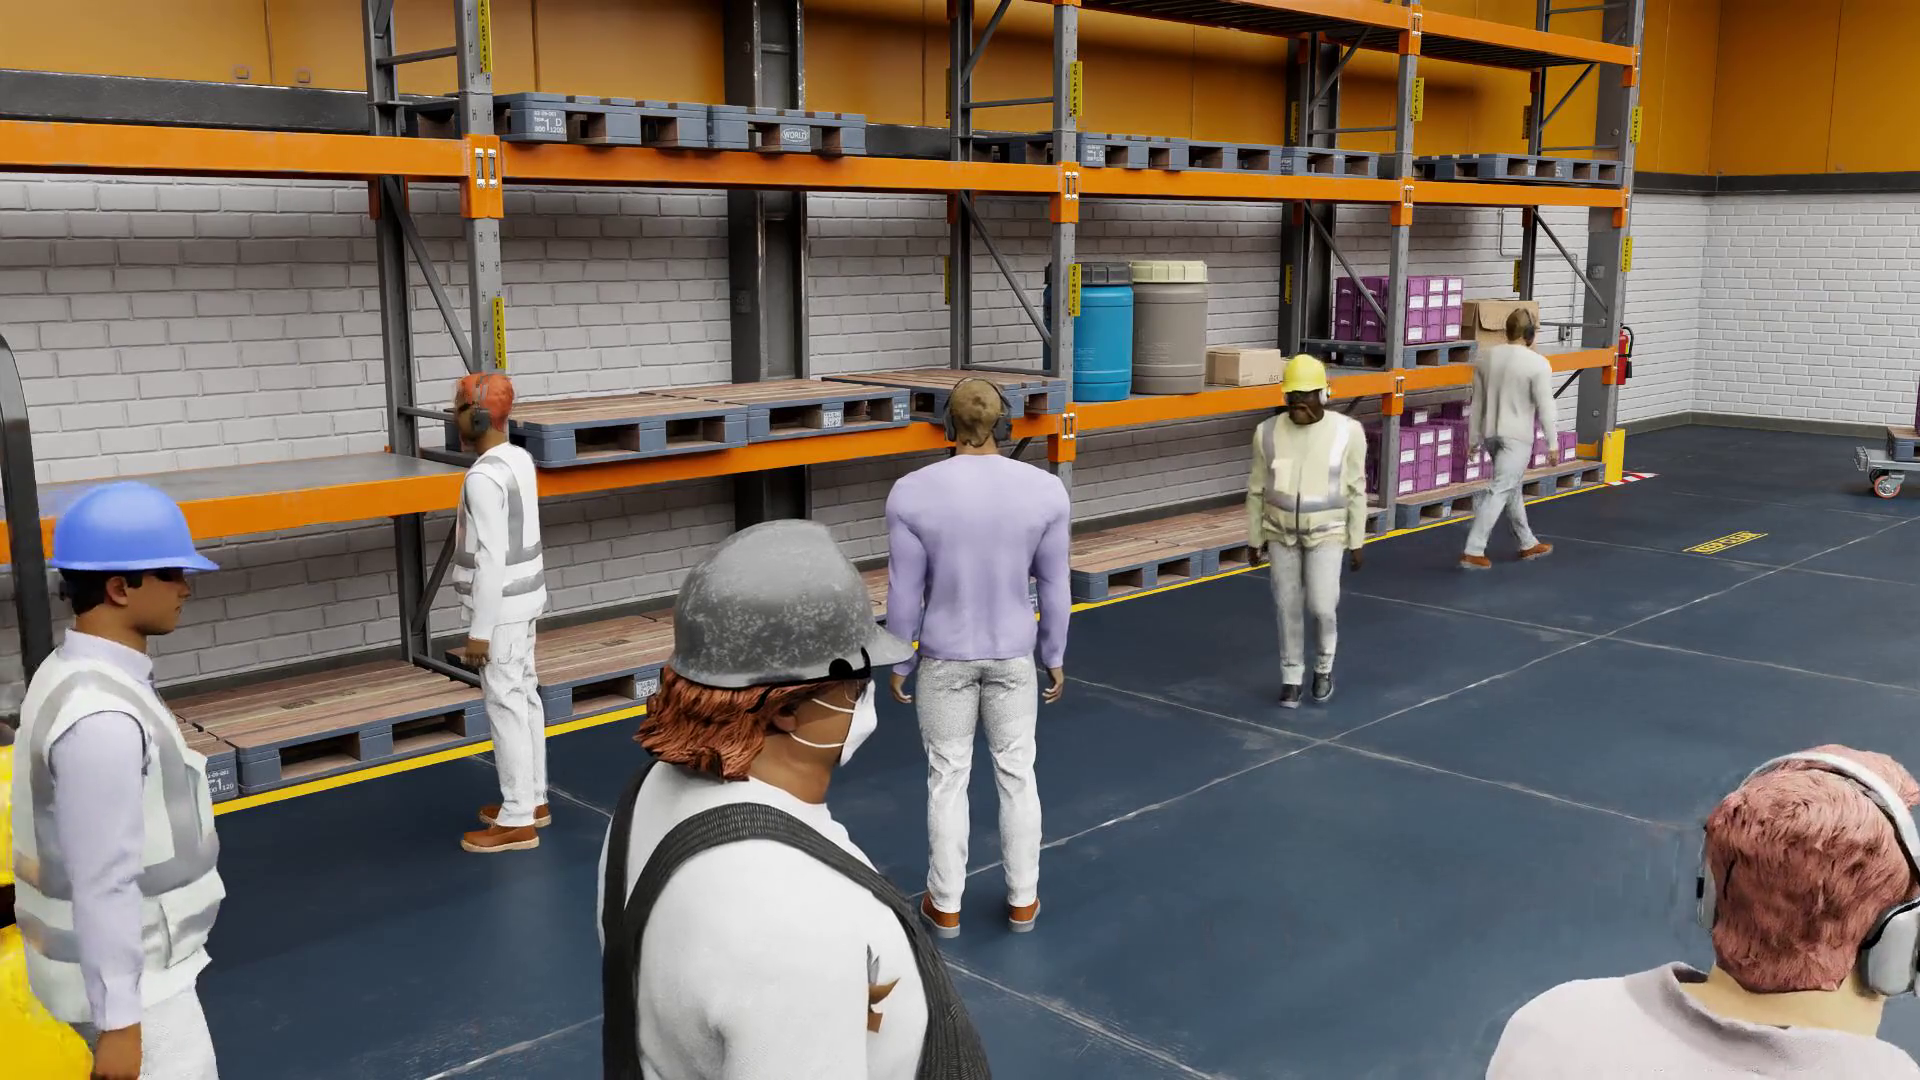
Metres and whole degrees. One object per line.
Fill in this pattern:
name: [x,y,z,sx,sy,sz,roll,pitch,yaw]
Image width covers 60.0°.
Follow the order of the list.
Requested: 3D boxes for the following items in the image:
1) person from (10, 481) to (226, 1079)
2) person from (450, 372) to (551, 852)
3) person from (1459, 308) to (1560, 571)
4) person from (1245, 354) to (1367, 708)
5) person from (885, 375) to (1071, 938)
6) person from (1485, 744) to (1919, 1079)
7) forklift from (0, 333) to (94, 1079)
person: [-1.732,0.846,3.338,0.577,1.927,0.607,-6,12,-30]
person: [-1.806,0.285,6.537,0.340,1.880,0.585,0,10,-2]
person: [3.992,-0.726,12.028,1.021,1.887,0.651,-6,12,-28]
person: [1.734,-0.031,8.420,0.615,1.815,0.425,5,11,24]
person: [0.063,0.406,5.709,0.635,1.936,0.354,-1,10,-7]
person: [0.777,1.154,1.763,0.628,1.894,0.644,-6,12,-29]
forklift: [-3.289,0.485,4.582,1.214,2.155,2.313,-10,14,-44]
